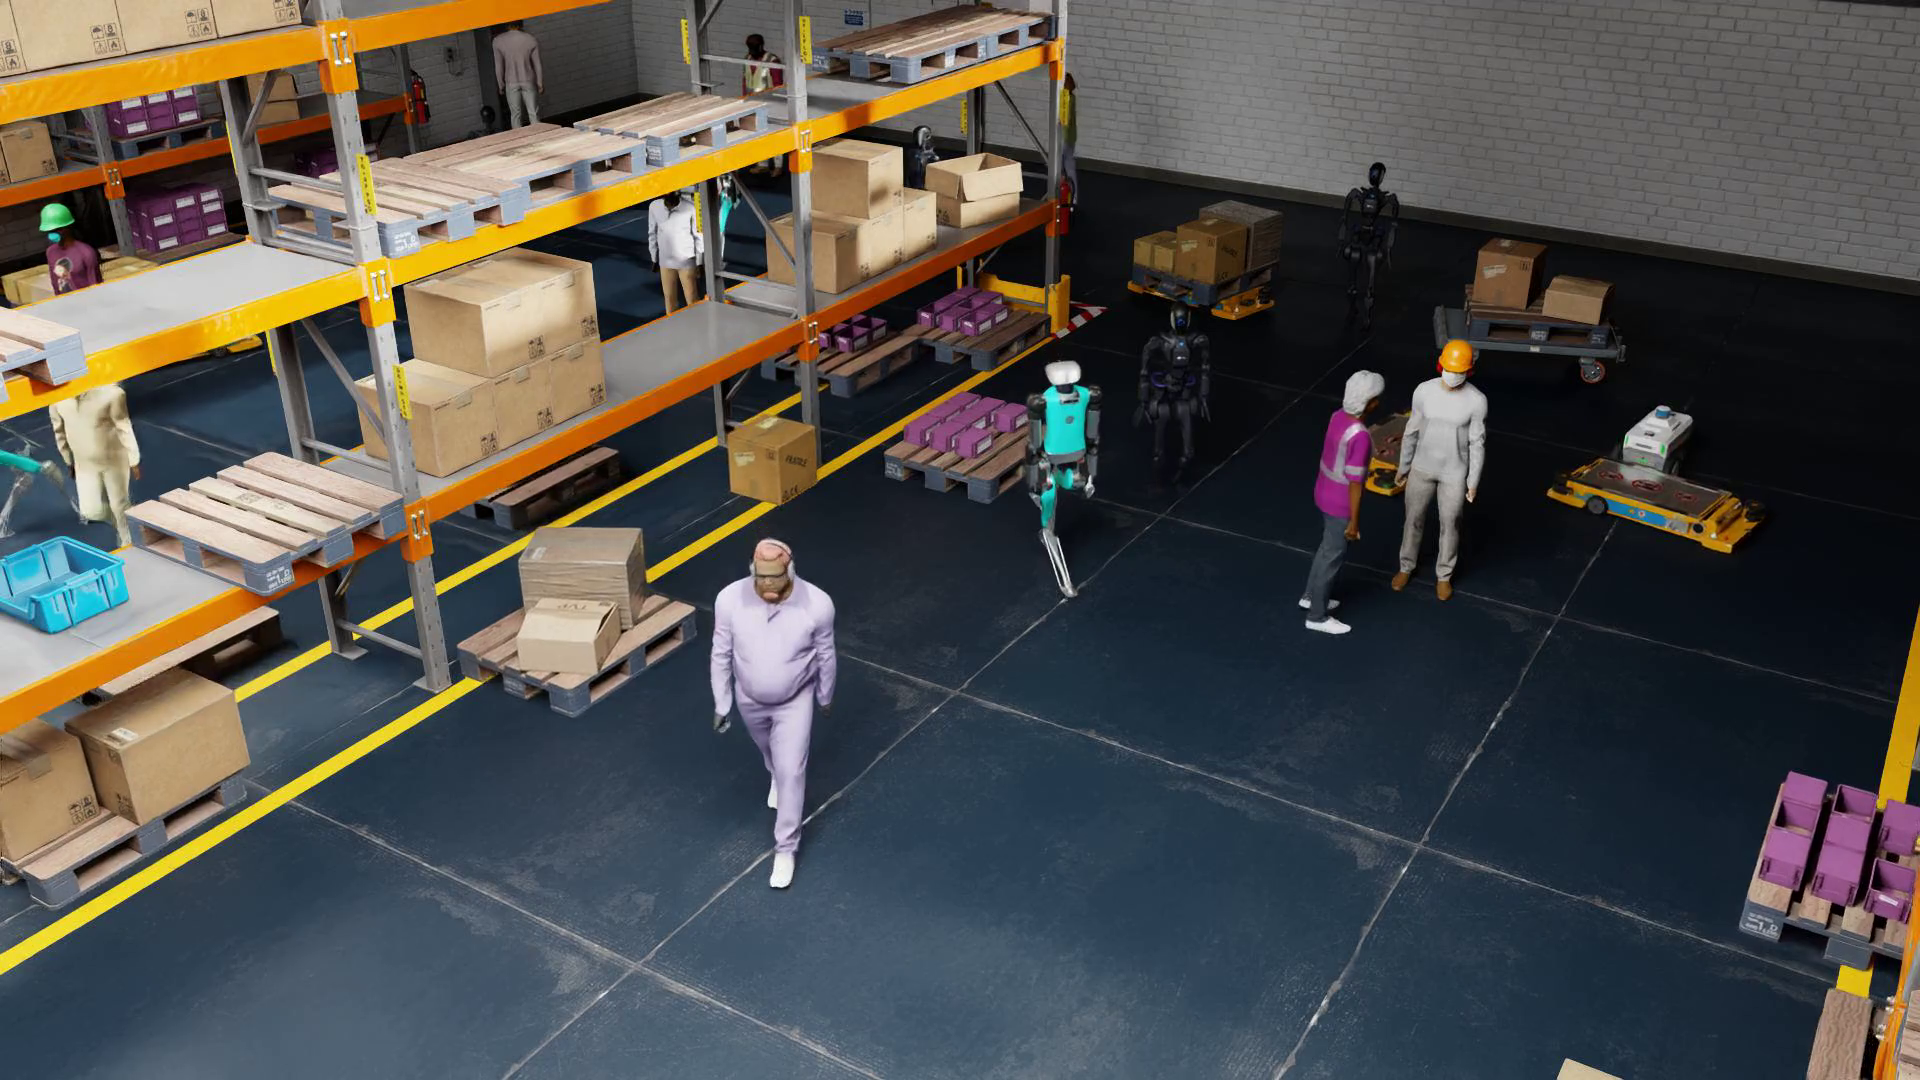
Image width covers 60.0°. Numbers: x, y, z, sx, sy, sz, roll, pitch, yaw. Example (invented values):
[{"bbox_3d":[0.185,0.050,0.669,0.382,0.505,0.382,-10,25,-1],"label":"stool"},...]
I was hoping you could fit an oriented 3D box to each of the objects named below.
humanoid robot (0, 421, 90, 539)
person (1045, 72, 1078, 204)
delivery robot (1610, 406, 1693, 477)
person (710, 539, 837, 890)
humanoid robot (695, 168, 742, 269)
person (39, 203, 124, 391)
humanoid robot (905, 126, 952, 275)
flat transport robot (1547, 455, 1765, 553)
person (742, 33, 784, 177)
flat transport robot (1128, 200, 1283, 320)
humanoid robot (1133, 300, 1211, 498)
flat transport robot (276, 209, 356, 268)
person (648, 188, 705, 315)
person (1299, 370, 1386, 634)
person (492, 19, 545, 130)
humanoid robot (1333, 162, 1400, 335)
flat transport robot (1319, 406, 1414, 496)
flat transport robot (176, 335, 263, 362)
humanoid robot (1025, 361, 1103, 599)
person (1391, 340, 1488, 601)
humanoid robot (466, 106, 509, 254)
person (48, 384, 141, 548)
[{"bbox_3d":[-6.941,-0.830,12.236,0.938,1.781,0.543,-18,32,-31],"label":"humanoid robot"},{"bbox_3d":[1.250,-4.914,20.383,0.466,1.618,0.508,11,29,21],"label":"person"},{"bbox_3d":[5.607,-0.768,13.416,0.499,0.614,0.786,20,33,34],"label":"delivery robot"},{"bbox_3d":[-0.979,0.813,8.847,0.635,1.854,1.033,4,27,7],"label":"person"},{"bbox_3d":[-2.637,-3.620,17.736,0.544,1.785,0.921,2,27,5],"label":"humanoid robot"},{"bbox_3d":[-7.432,-1.908,14.118,0.495,1.943,0.470,6,27,11],"label":"person"},{"bbox_3d":[-0.393,-3.579,17.728,0.744,1.634,0.605,-22,34,-37],"label":"humanoid robot"},{"bbox_3d":[5.340,-0.294,12.778,1.431,0.231,0.659,23,35,38],"label":"flat transport robot"},{"bbox_3d":[-2.566,-5.646,21.610,0.661,1.829,0.432,17,32,30],"label":"person"},{"bbox_3d":[2.504,-2.601,17.323,0.659,0.231,1.431,-24,35,-38],"label":"flat transport robot"},{"bbox_3d":[1.639,-1.080,12.774,0.610,1.632,0.392,-4,27,-8],"label":"humanoid robot"},{"bbox_3d":[-6.879,-2.665,17.449,1.431,0.231,0.659,-13,30,-23],"label":"flat transport robot"},{"bbox_3d":[-2.696,-2.664,15.807,0.569,1.747,0.339,8,28,16],"label":"person"},{"bbox_3d":[2.526,-0.255,10.984,0.407,1.830,0.543,-4,27,-8],"label":"person"},{"bbox_3d":[-5.949,-6.182,22.536,0.636,1.937,0.357,-6,28,-12],"label":"person"},{"bbox_3d":[3.996,-2.894,16.364,0.599,1.637,0.612,10,28,18],"label":"humanoid robot"},{"bbox_3d":[3.617,-0.735,13.647,0.659,0.231,1.431,23,35,38],"label":"flat transport robot"},{"bbox_3d":[-7.497,-1.861,15.865,1.431,0.231,0.659,-20,33,-34],"label":"flat transport robot"},{"bbox_3d":[0.632,-0.505,11.641,0.554,1.766,1.058,-8,28,-15],"label":"humanoid robot"},{"bbox_3d":[3.273,-0.481,11.364,0.569,1.889,0.388,13,30,24],"label":"person"},{"bbox_3d":[-5.247,-4.054,18.684,0.600,1.627,0.780,-6,27,-11],"label":"humanoid robot"},{"bbox_3d":[-6.060,-0.597,11.754,0.567,1.736,0.487,0,27,-1],"label":"person"}]
